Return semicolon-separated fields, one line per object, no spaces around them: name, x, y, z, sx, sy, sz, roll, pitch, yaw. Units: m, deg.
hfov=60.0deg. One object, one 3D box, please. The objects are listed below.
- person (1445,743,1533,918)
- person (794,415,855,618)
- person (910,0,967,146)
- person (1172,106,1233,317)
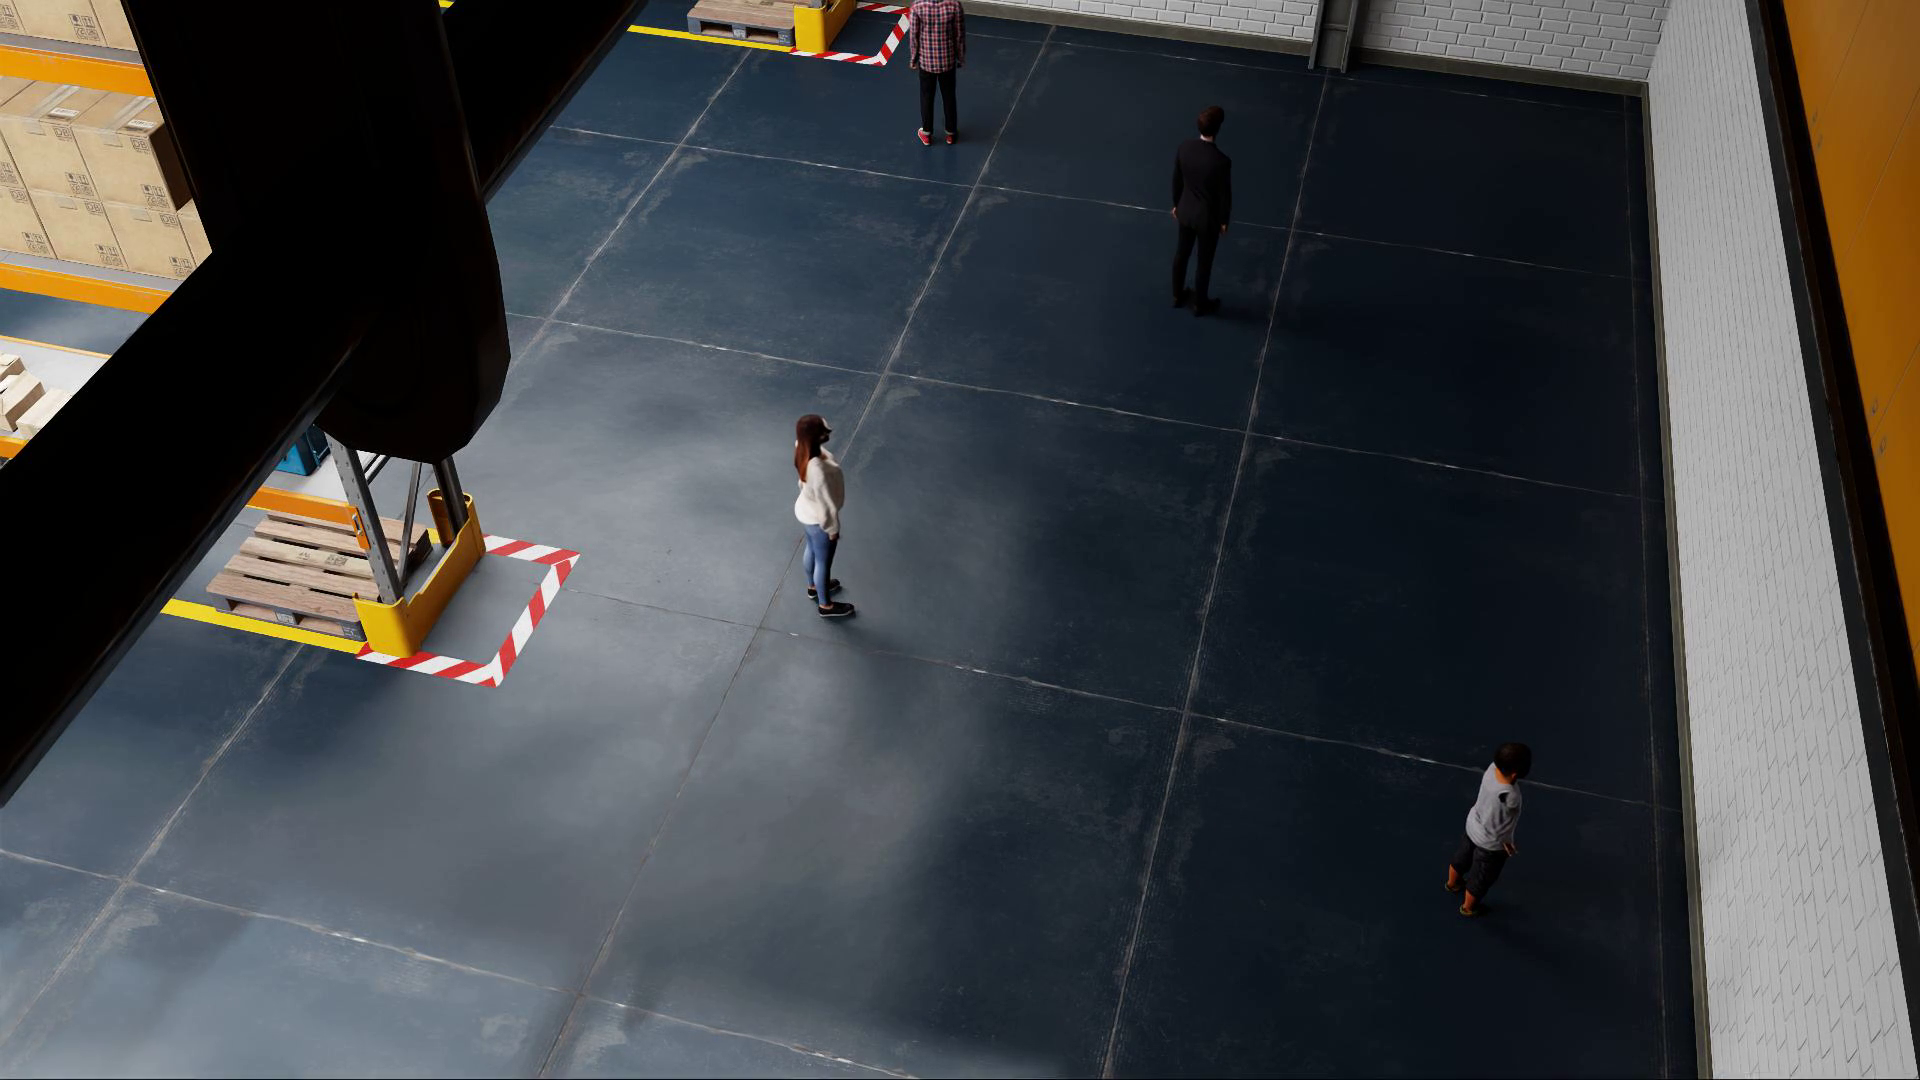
person;3.047;1.617;9.522;0.651;1.456;0.652;-10;44;-10
person;-0.953;-0.174;11.230;0.736;1.692;0.704;-16;46;-16
person;-0.215;-4.591;15.817;0.676;1.761;0.831;-4;44;-5
person;1.985;-2.712;13.749;0.694;1.894;0.836;28;50;27
